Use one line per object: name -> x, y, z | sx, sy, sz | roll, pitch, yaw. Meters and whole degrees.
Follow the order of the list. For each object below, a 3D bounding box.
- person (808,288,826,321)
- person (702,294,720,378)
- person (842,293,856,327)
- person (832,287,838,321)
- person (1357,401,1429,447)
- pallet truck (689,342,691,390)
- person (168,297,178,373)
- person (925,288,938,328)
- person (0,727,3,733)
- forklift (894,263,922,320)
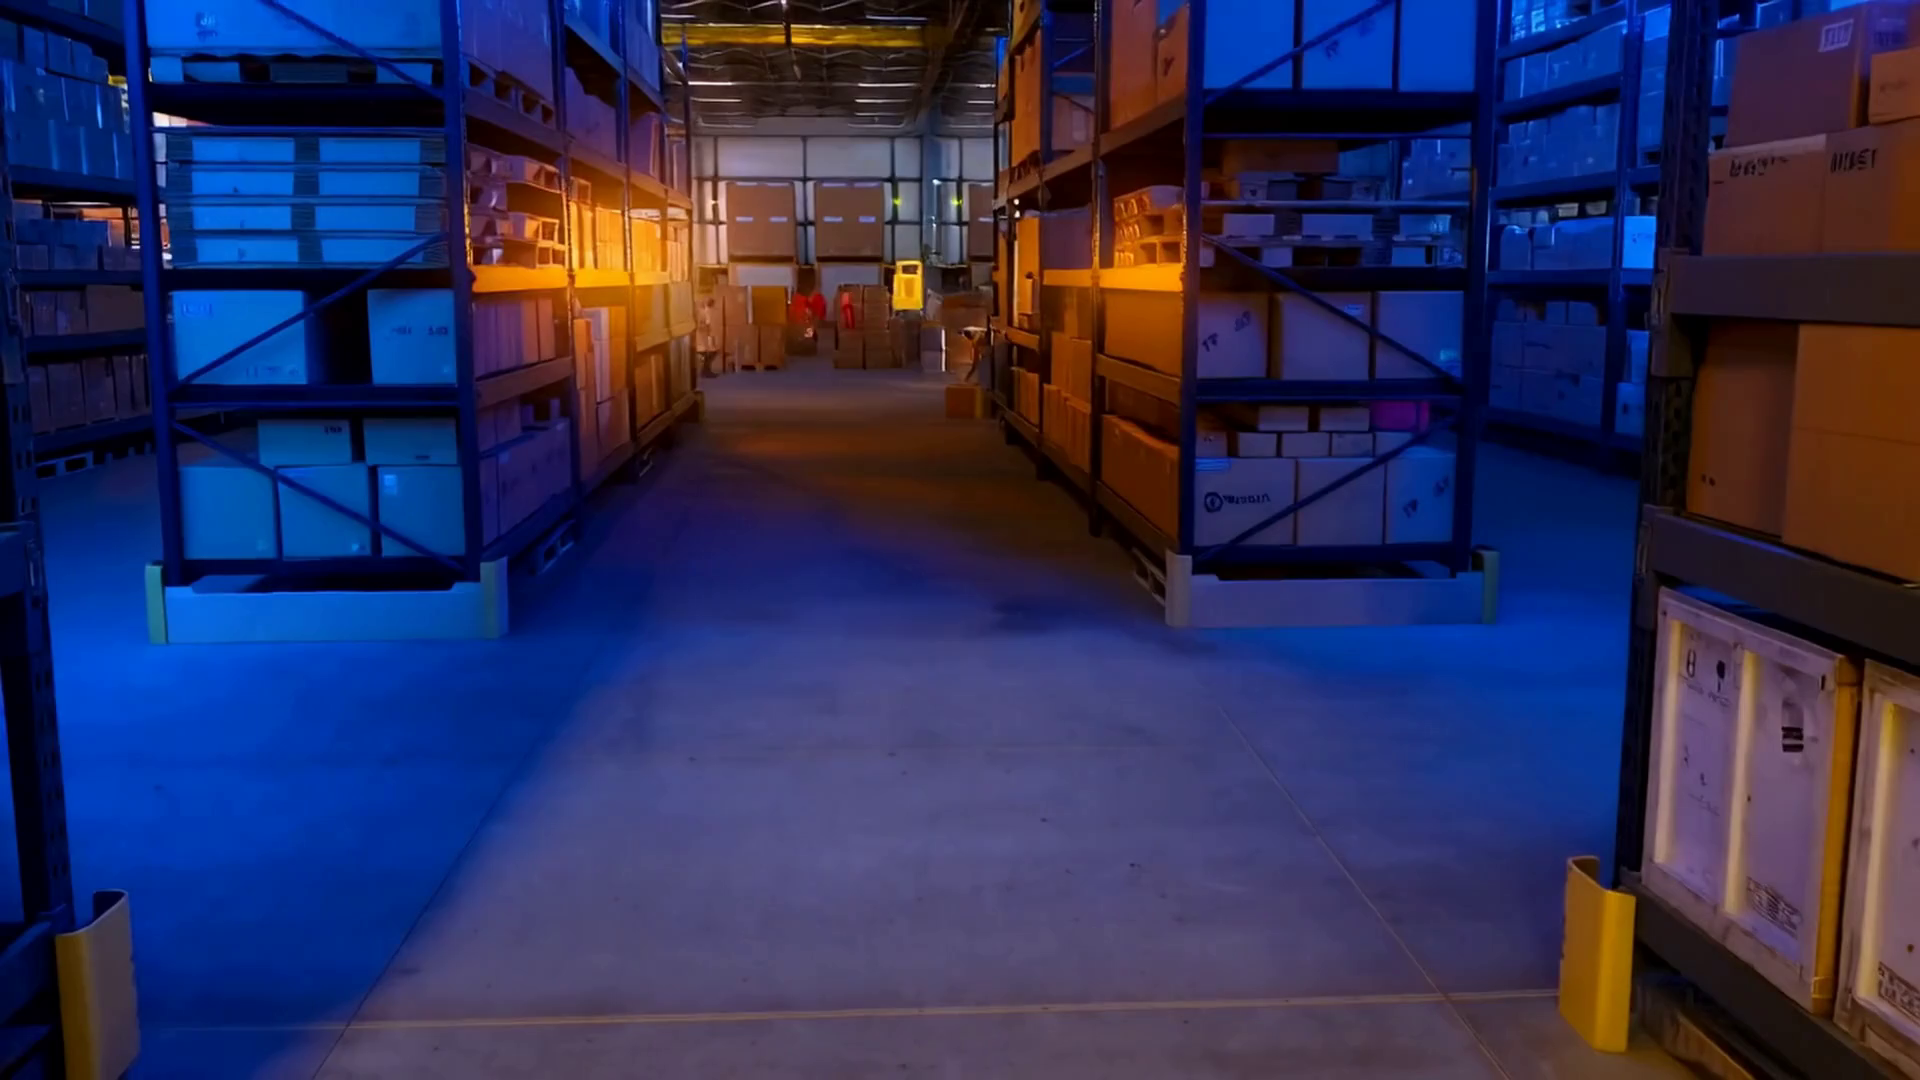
person -> -5.259, -8.288, 60.996 | 0.640, 1.883, 1.029 | 6, 11, 33
person -> -5.678, -4.657, 38.078 | 0.509, 1.914, 0.551 | -2, 9, -12
person -> -2.850, -5.431, 42.979 | 0.624, 1.906, 0.605 | -1, 9, -6
person -> -4.585, -8.619, 62.930 | 0.554, 1.933, 0.378 | 2, 9, 10
person -> 4.026, -1.093, 15.516 | 0.630, 1.986, 1.069 | -1, 9, -6
pallet truck -> -5.225, -3.008, 27.480 | 1.885, 1.965, 0.823 | 2, 9, 14
person -> -15.677, -3.884, 33.139 | 0.483, 1.943, 0.601 | -5, 10, -27
person -> -1.083, -7.736, 57.497 | 0.958, 1.898, 0.656 | 4, 10, 22
person -> -5.053, 0.239, 8.242 | 0.569, 1.621, 0.546 | -2, 9, -14
forklift -> -1.972, -8.988, 62.264 | 1.129, 2.768, 1.873 | -1, 9, -4
